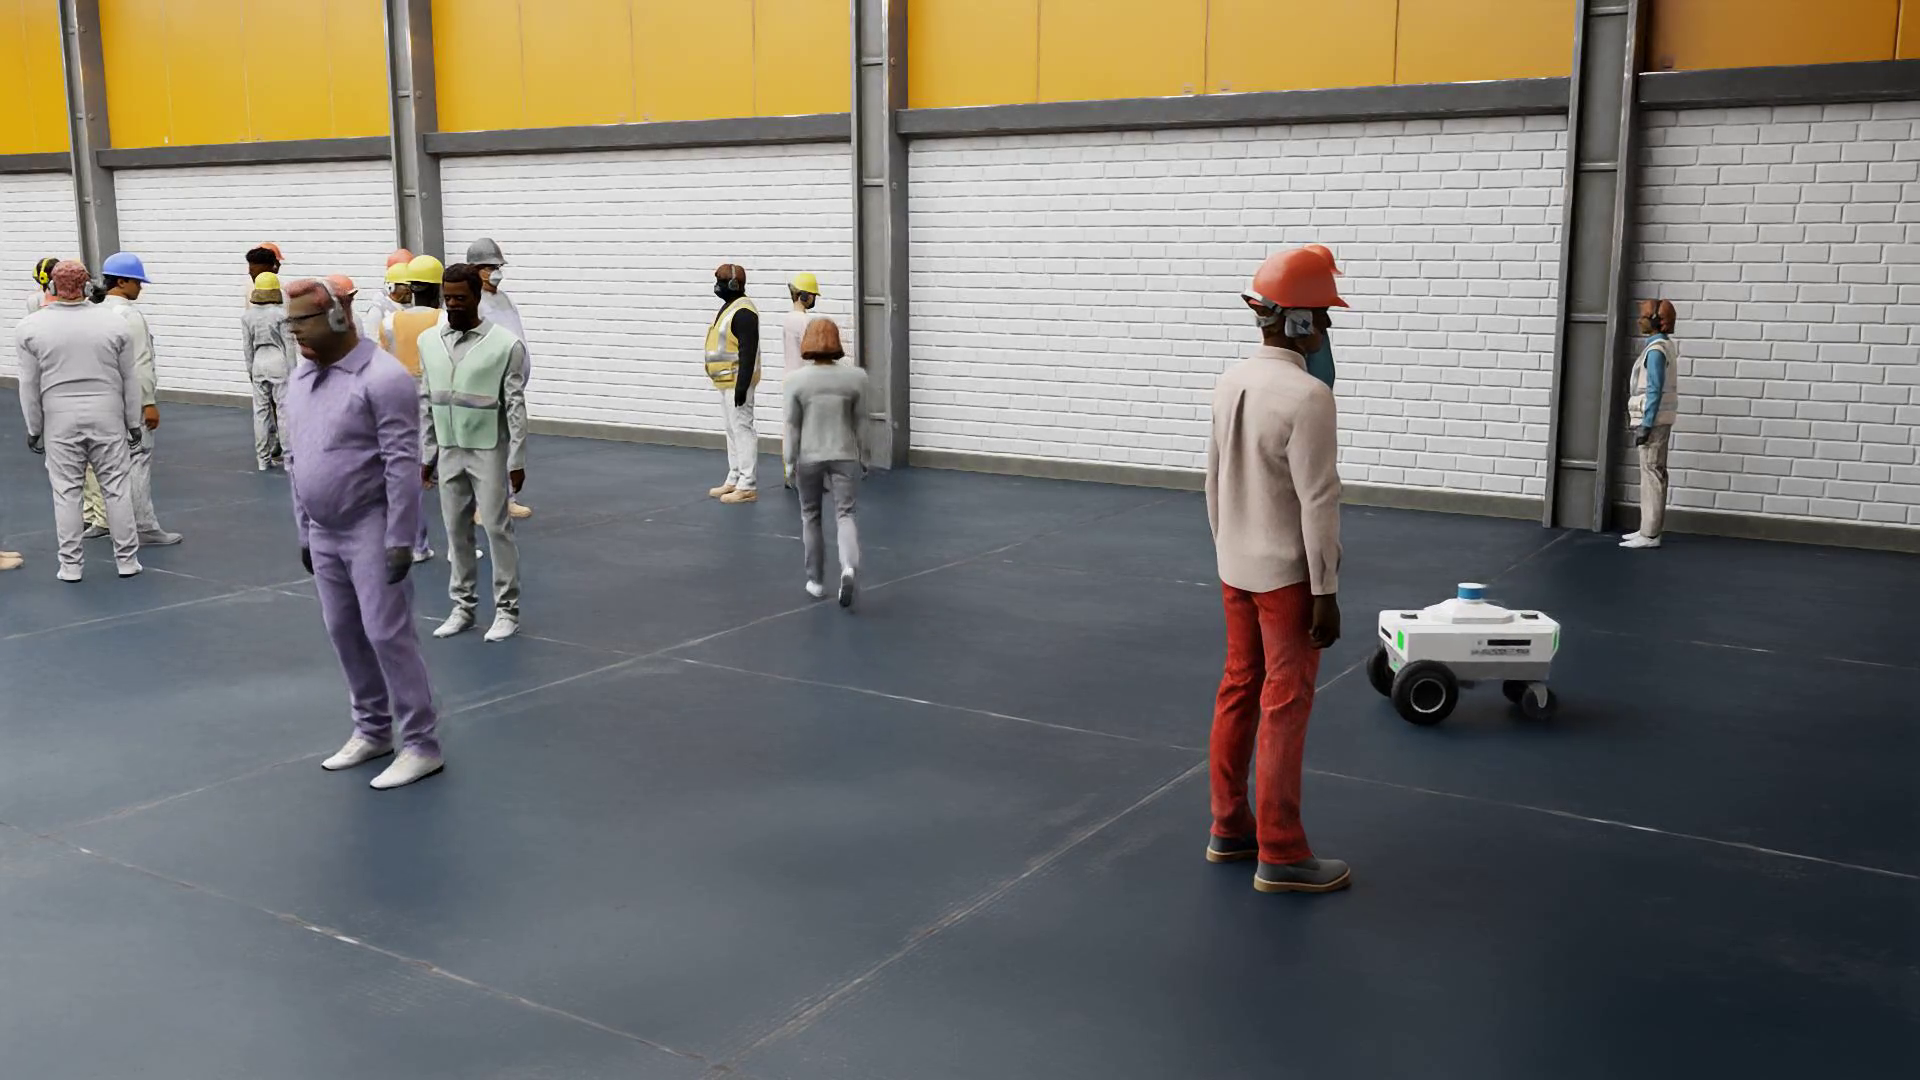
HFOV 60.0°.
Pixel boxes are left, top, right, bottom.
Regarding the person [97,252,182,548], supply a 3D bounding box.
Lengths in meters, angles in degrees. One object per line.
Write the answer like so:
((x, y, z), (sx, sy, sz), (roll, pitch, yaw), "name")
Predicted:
((-5.487, -0.914, 10.981), (0.602, 1.939, 0.401), (7, 13, 35), "person")

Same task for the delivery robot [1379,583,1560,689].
((2.175, 0.428, 7.118), (0.707, 0.478, 0.477), (0, 10, 0), "delivery robot")

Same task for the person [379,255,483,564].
((-3.301, -0.803, 10.392), (0.585, 1.928, 0.365), (1, 10, 7), "person")

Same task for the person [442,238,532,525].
((-3.342, -1.140, 11.947), (0.536, 2.000, 0.674), (4, 11, 21), "person")

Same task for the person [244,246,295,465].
((-6.218, -1.665, 15.064), (0.364, 1.962, 0.612), (-8, 13, -37), "person")

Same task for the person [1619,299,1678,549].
((4.552, -0.759, 10.946), (0.310, 1.642, 0.514), (5, 12, 27), "person")

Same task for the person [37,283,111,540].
((-6.005, -0.879, 11.300), (0.342, 1.749, 0.572), (-9, 13, -40), "person")

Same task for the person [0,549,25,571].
((-5.987, -0.709, 10.151), (0.346, 1.834, 0.518), (-6, 12, -31), "person")

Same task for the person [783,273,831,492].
((-1.258, -1.266, 13.422), (0.318, 1.764, 0.522), (-5, 11, -27), "person")

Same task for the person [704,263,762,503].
((-1.759, -1.213, 12.904), (0.429, 1.845, 0.621), (-4, 11, -20), "person")

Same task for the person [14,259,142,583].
((-5.205, -0.699, 9.879), (0.641, 1.908, 0.407), (-6, 12, -30), "person")

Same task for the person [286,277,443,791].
((-2.270, -0.030, 6.229), (0.654, 1.889, 0.407), (6, 12, 32), "person")

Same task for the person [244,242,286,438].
((-7.063, -2.046, 17.093), (0.622, 1.993, 0.382), (6, 12, 32), "person")

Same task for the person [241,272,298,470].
((-6.059, -1.484, 14.676), (0.484, 1.745, 0.297), (2, 10, 9), "person")

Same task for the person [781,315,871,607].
((-0.733, -0.436, 9.226), (0.510, 1.610, 0.709), (-2, 10, -11), "person")

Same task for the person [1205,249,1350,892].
((1.001, 0.098, 5.212), (0.384, 1.993, 0.623), (-4, 11, -22), "person")

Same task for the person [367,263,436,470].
((-4.824, -1.474, 14.400), (0.403, 1.826, 0.593), (5, 11, 26), "person")

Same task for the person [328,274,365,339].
((-4.956, -1.262, 13.420), (0.329, 1.751, 0.570), (-2, 10, -13), "person")

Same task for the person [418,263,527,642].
((-2.463, -0.441, 8.452), (0.587, 1.911, 0.396), (3, 11, 16), "person")

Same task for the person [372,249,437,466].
((-4.905, -1.595, 14.741), (0.346, 1.942, 0.549), (7, 12, 34), "person")
